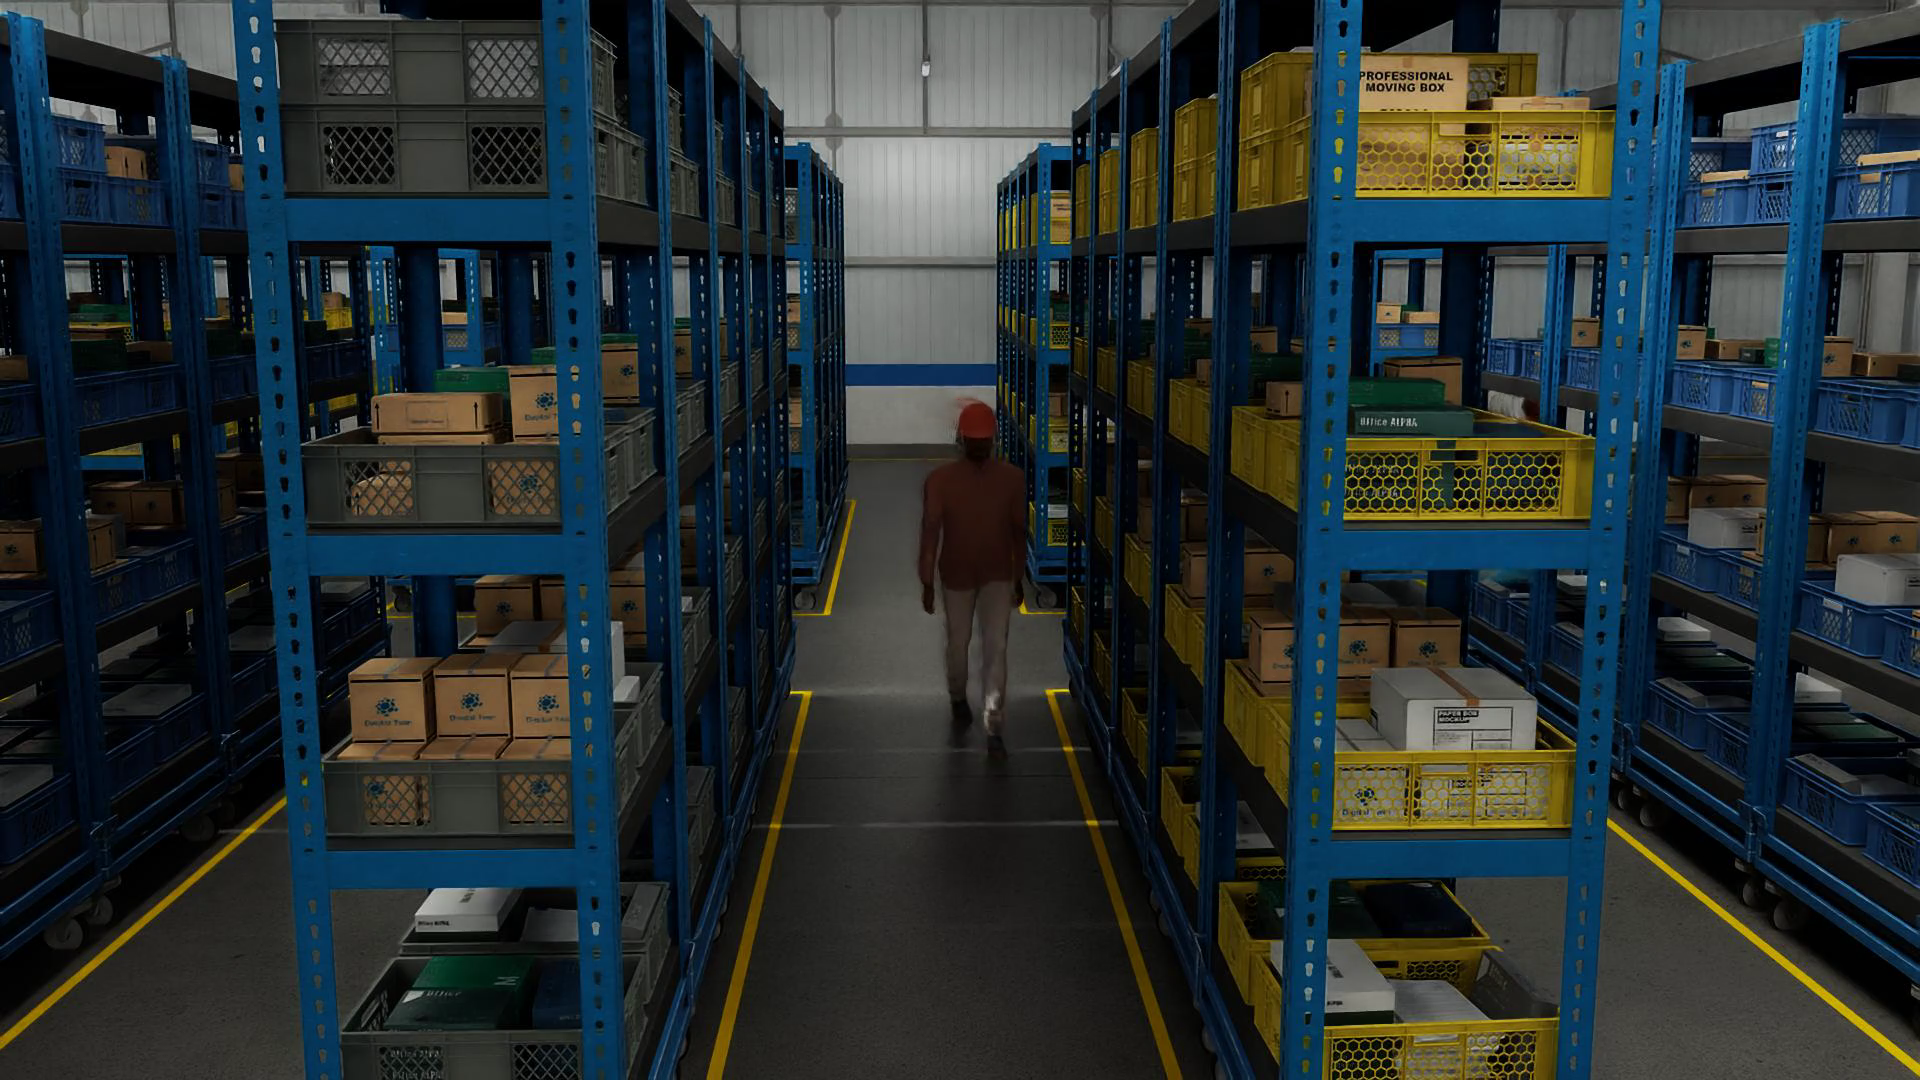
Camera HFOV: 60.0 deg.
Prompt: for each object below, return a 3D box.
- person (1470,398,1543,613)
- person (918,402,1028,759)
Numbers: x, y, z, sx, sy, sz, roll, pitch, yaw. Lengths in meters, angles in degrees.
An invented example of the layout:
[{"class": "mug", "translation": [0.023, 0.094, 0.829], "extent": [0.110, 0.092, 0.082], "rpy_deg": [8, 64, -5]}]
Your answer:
[{"class": "person", "translation": [4.040, -0.187, 11.987], "extent": [0.745, 1.823, 0.575], "rpy_deg": [2, 10, 14]}, {"class": "person", "translation": [0.068, 0.178, 9.414], "extent": [0.634, 1.952, 1.020], "rpy_deg": [-1, 9, -7]}]
